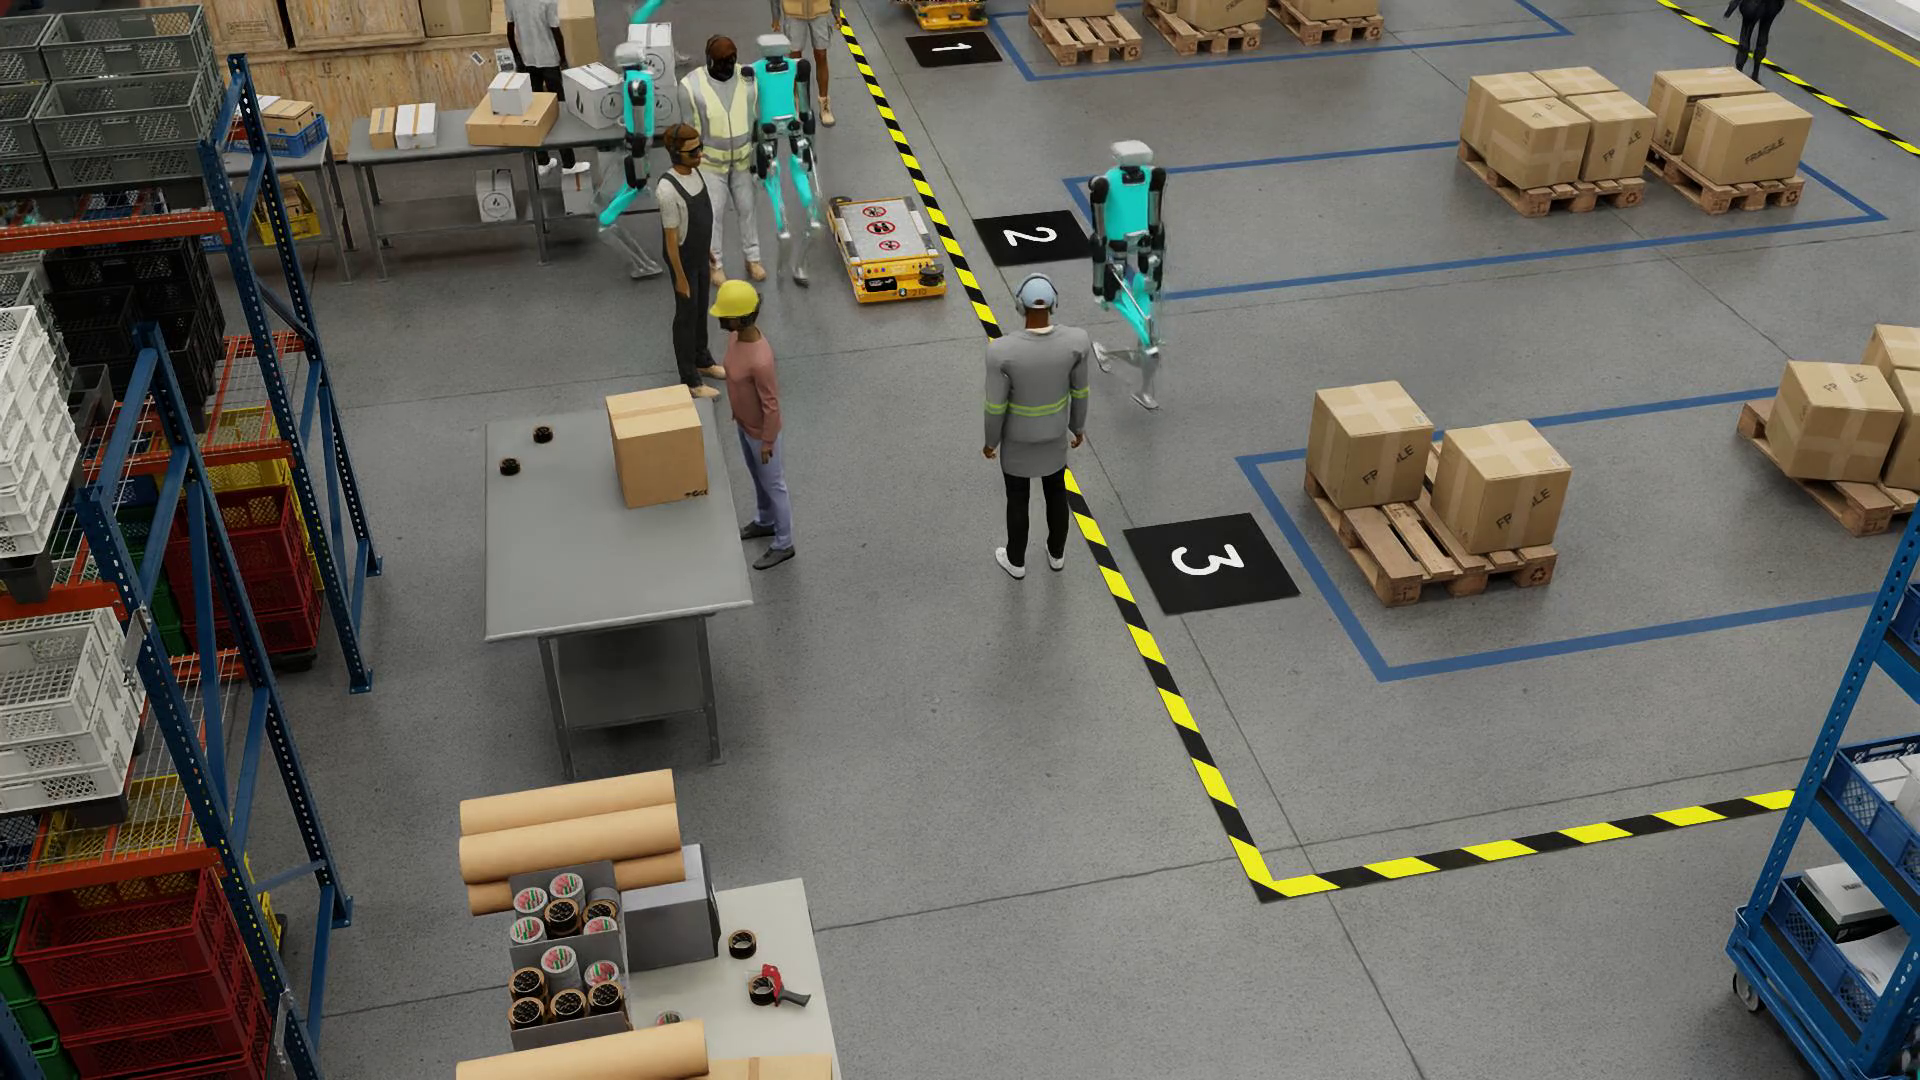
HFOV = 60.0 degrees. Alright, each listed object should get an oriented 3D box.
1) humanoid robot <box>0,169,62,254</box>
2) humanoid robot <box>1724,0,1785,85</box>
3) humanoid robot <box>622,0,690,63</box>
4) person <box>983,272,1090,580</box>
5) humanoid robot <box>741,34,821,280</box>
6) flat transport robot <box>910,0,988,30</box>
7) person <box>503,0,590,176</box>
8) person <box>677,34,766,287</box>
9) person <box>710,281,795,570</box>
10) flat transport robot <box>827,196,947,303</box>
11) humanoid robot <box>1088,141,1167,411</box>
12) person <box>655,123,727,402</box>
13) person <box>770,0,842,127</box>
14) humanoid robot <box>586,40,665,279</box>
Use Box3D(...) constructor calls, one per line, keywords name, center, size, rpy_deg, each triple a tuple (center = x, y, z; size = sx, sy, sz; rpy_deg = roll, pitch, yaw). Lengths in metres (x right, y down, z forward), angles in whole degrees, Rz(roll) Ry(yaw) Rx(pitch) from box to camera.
Box3D(name="humanoid robot", center=(-6.107, -2.113, 11.232), size=(0.789, 1.838, 0.534), rpy_deg=(-3, 37, -5))
Box3D(name="humanoid robot", center=(7.197, -4.893, 14.937), size=(0.599, 1.657, 0.315), rpy_deg=(-15, 39, -19))
Box3D(name="humanoid robot", center=(-2.867, -5.113, 15.130), size=(0.717, 1.718, 0.546), rpy_deg=(-7, 37, -10))
Box3D(name="person", center=(0.398, -0.617, 9.057), size=(0.596, 1.850, 0.396), rpy_deg=(-10, 38, -13))
Box3D(name="humanoid robot", center=(-1.194, -2.631, 11.868), size=(0.544, 1.772, 0.829), rpy_deg=(-16, 40, -20))
Box3D(name="flat transport robot", center=(-0.193, -5.564, 17.009), size=(0.652, 0.197, 1.431), rpy_deg=(-8, 37, -10))
Box3D(name="person", center=(-3.358, -3.831, 13.360), size=(0.512, 1.872, 0.334), rpy_deg=(12, 38, 16))
Box3D(name="person", center=(-1.661, -2.713, 11.893), size=(0.631, 1.834, 0.430), rpy_deg=(-13, 39, -17))
Box3D(name="person", center=(-1.144, -0.634, 9.153), size=(0.328, 1.763, 0.526), rpy_deg=(-15, 39, -20))
Box3D(name="flat transport robot", center=(-0.570, -2.220, 12.538), size=(0.659, 0.231, 1.431), rpy_deg=(-8, 37, -10))
Box3D(name="humanoid robot", center=(1.144, -1.587, 10.458), size=(0.552, 1.720, 1.043), rpy_deg=(-18, 40, -22))
Box3D(name="person", center=(-1.706, -1.777, 10.620), size=(0.344, 1.846, 0.504), rpy_deg=(9, 38, 12))
Box3D(name="person", center=(-1.302, -4.493, 14.110), size=(0.614, 2.039, 0.388), rpy_deg=(-6, 37, -8))
Box3D(name="humanoid robot", center=(-2.439, -2.667, 11.878), size=(0.670, 1.762, 0.543), rpy_deg=(-4, 37, -6))
